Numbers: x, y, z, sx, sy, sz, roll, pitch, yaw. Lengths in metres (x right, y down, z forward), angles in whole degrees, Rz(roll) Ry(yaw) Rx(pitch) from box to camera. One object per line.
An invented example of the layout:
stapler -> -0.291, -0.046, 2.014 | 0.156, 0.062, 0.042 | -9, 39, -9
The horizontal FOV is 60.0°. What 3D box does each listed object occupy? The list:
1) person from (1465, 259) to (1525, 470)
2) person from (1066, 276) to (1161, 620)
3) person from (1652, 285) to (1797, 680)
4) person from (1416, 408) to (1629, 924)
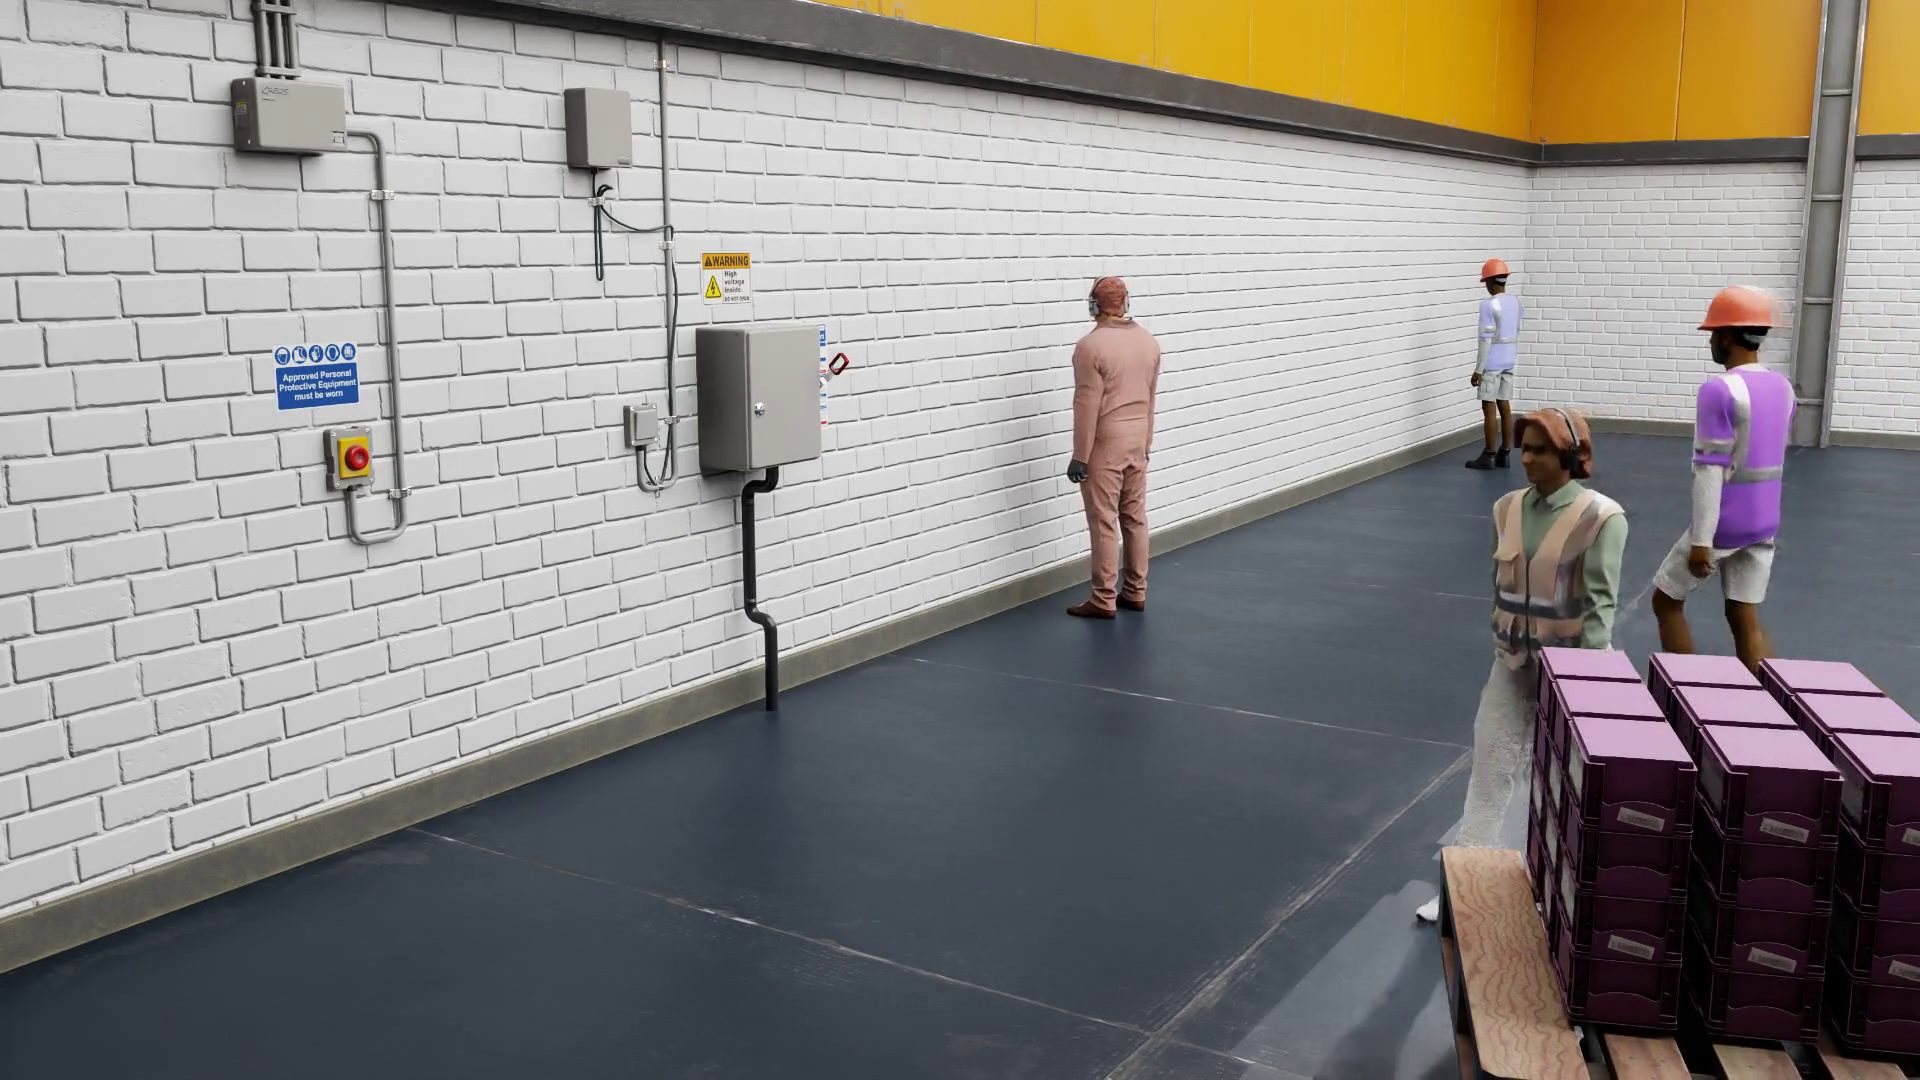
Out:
person -> 4.897, -1.606, 15.282 | 0.543, 1.927, 0.375 | -7, 13, -35
person -> 0.824, -0.512, 9.287 | 0.643, 1.905, 0.399 | -10, 14, -43
person -> 3.101, -0.083, 6.868 | 0.565, 1.912, 0.660 | -6, 12, -29
person -> 1.846, 0.381, 5.178 | 0.852, 1.600, 0.511 | -7, 12, -34
